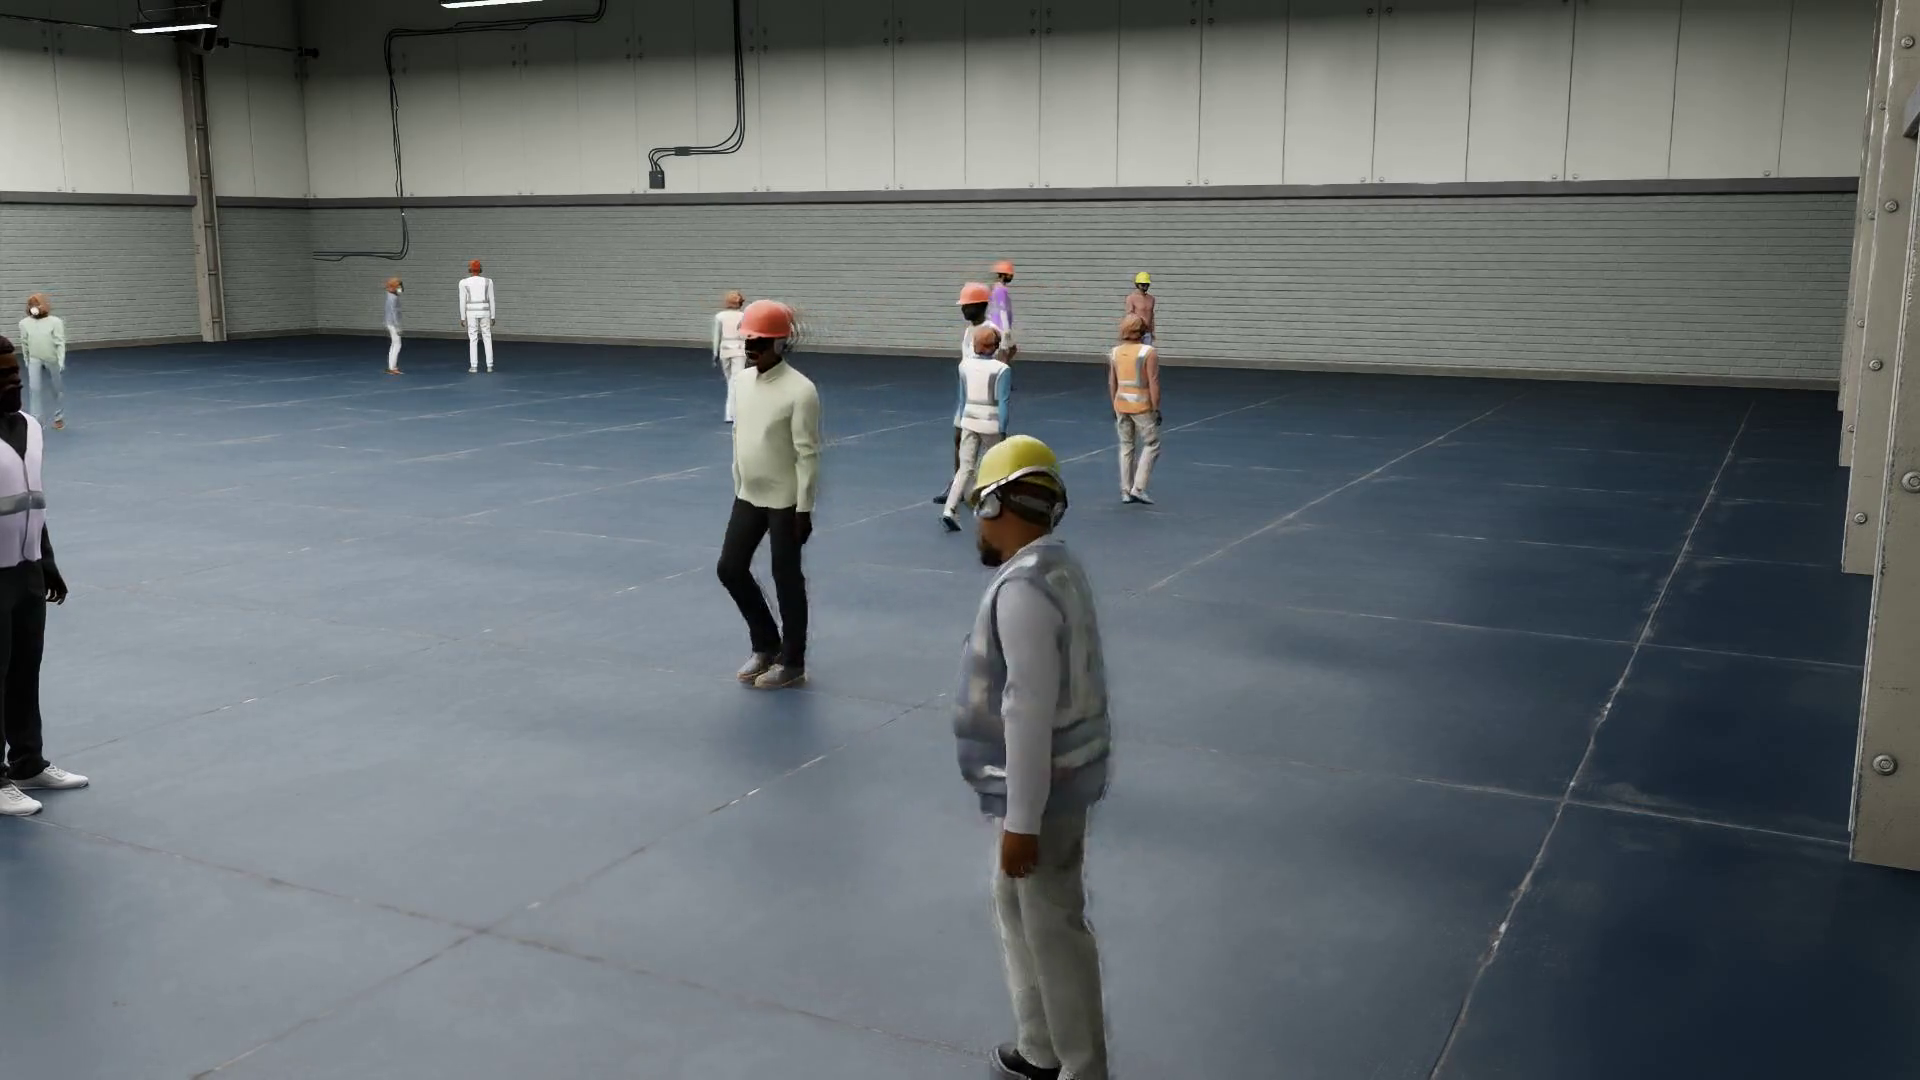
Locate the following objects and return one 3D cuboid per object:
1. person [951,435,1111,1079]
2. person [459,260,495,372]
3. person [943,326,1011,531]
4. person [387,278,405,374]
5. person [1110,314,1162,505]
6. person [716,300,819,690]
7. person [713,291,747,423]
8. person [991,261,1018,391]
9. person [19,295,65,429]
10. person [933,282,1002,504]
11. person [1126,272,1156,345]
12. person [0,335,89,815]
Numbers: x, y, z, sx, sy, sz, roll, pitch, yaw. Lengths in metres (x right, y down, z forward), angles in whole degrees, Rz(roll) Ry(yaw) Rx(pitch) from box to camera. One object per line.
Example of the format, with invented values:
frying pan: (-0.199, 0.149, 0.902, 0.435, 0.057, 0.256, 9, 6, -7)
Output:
person: (0.202, 0.636, 4.288, 0.448, 1.783, 0.653, 1, 10, 7)
person: (-8.111, -3.761, 27.987, 0.572, 1.883, 0.356, -4, 11, -23)
person: (0.160, -0.873, 13.015, 0.510, 1.602, 0.834, 7, 13, 34)
person: (-9.374, -3.553, 27.640, 0.347, 1.593, 0.670, -4, 11, -19)
person: (1.496, -1.100, 14.152, 0.368, 1.630, 0.567, -10, 14, -43)
person: (-0.962, -0.209, 8.353, 0.655, 1.974, 0.473, 9, 14, 41)
person: (-2.738, -2.268, 20.596, 0.547, 1.592, 0.842, 4, 11, 21)
person: (0.662, -3.154, 24.570, 0.421, 1.920, 0.571, 0, 10, -1)
person: (-10.749, -2.062, 19.484, 0.513, 1.592, 0.820, -2, 11, -11)
person: (0.225, -1.263, 14.325, 0.916, 1.907, 0.564, -6, 12, -30)
person: (2.649, -3.019, 24.258, 0.533, 1.767, 0.326, -7, 13, -34)
person: (-3.851, 0.127, 6.684, 0.391, 1.920, 0.587, 1, 10, 4)
